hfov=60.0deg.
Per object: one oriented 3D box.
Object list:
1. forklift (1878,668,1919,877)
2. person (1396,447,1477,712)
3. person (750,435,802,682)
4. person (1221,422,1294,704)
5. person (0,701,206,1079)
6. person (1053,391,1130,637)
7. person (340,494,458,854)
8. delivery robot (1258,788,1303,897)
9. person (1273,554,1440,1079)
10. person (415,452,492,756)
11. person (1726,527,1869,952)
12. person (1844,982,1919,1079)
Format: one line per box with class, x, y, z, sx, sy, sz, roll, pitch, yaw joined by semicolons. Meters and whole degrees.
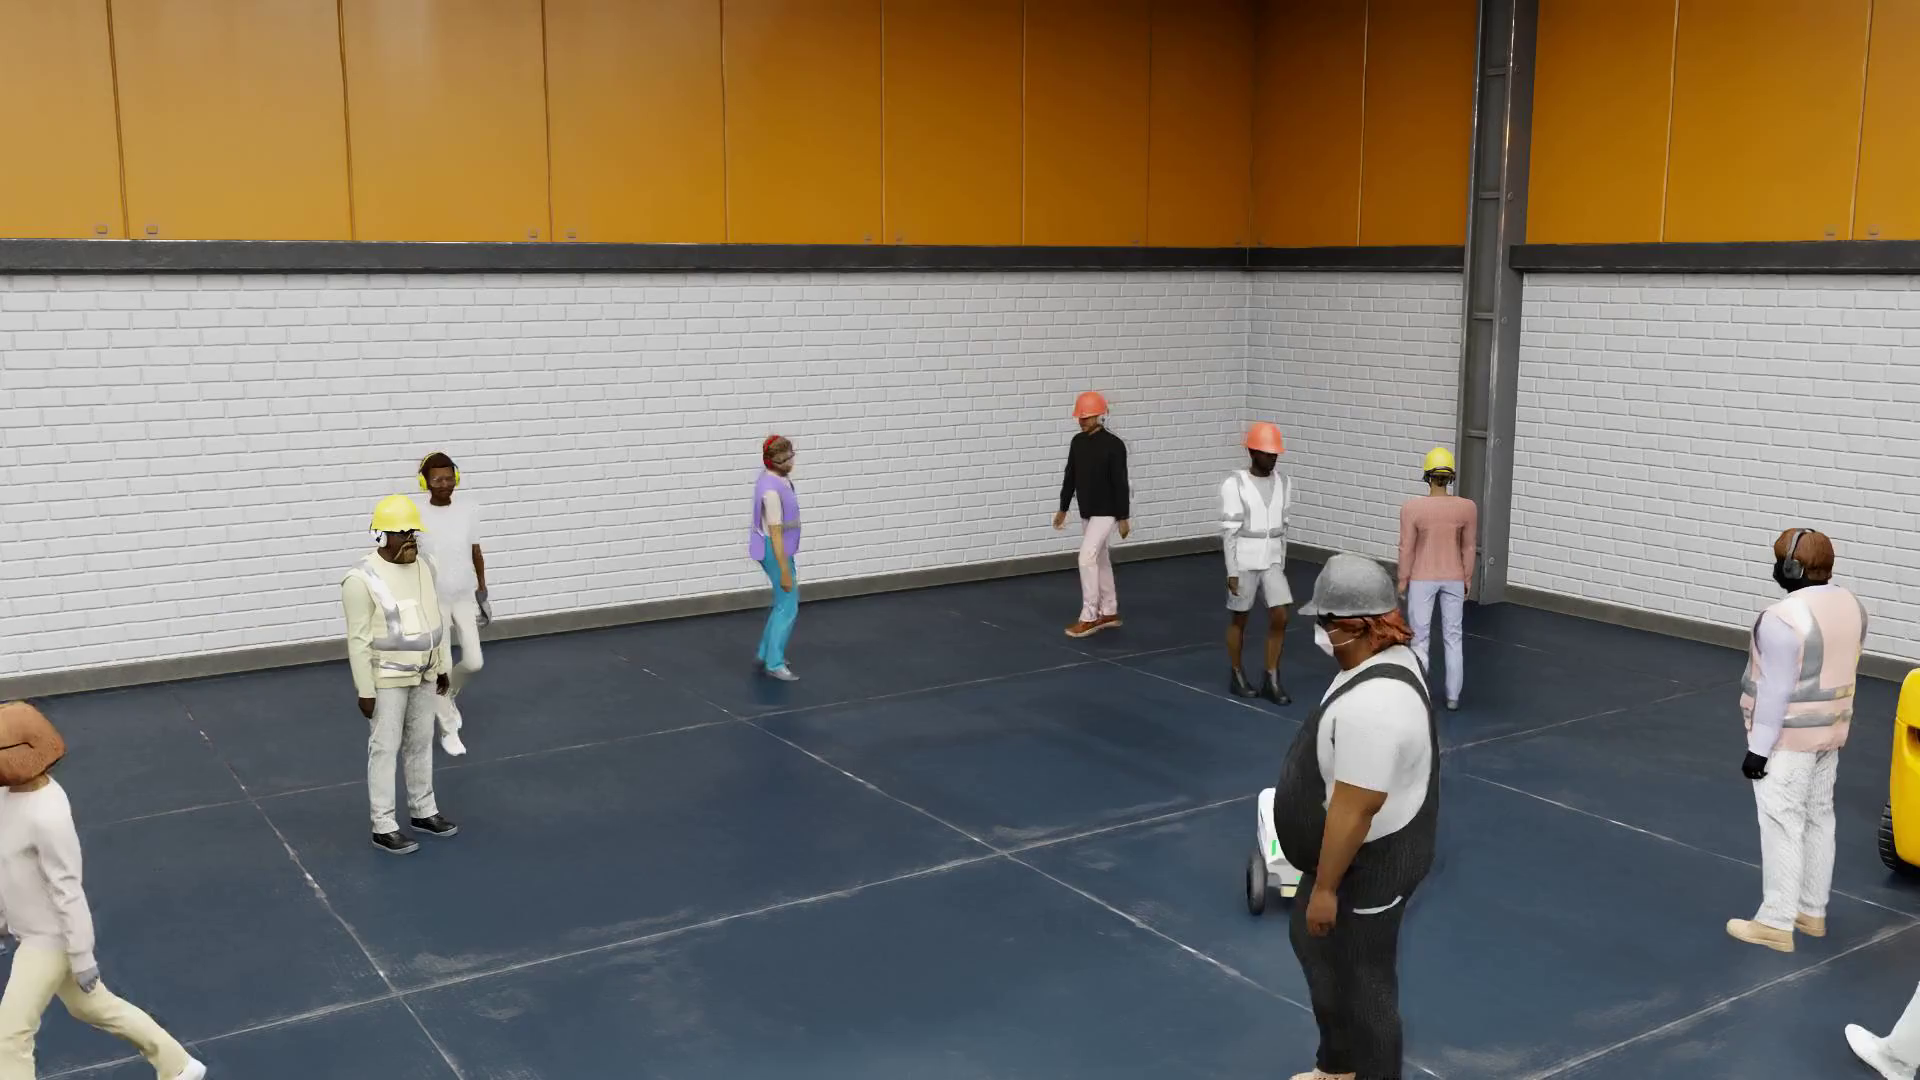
forklift;5.511;0.571;7.906;2.313;2.155;1.214;-6;11;-33
person;3.142;0.270;11.009;0.522;1.768;0.312;-1;9;-4
person;-1.302;0.129;11.788;0.370;1.788;0.698;-1;9;-3
person;2.028;0.167;11.184;0.565;1.908;0.721;-4;10;-20
person;-2.921;1.282;5.463;0.821;1.597;0.508;-8;12;-39
person;1.025;-0.216;13.326;0.775;1.955;0.656;-5;11;-28
person;-2.829;0.669;8.439;0.403;1.824;0.593;4;10;24
delivery robot;1.586;1.363;7.777;0.477;0.478;0.707;1;10;6
person;1.285;1.032;5.591;0.604;2.000;0.700;3;10;19
person;-3.146;0.367;10.164;0.536;1.850;0.527;-8;12;-39
person;3.629;0.857;7.247;0.633;1.839;0.429;-6;11;-31
person;3.535;1.138;5.557;0.605;1.848;1.112;-1;9;-7
